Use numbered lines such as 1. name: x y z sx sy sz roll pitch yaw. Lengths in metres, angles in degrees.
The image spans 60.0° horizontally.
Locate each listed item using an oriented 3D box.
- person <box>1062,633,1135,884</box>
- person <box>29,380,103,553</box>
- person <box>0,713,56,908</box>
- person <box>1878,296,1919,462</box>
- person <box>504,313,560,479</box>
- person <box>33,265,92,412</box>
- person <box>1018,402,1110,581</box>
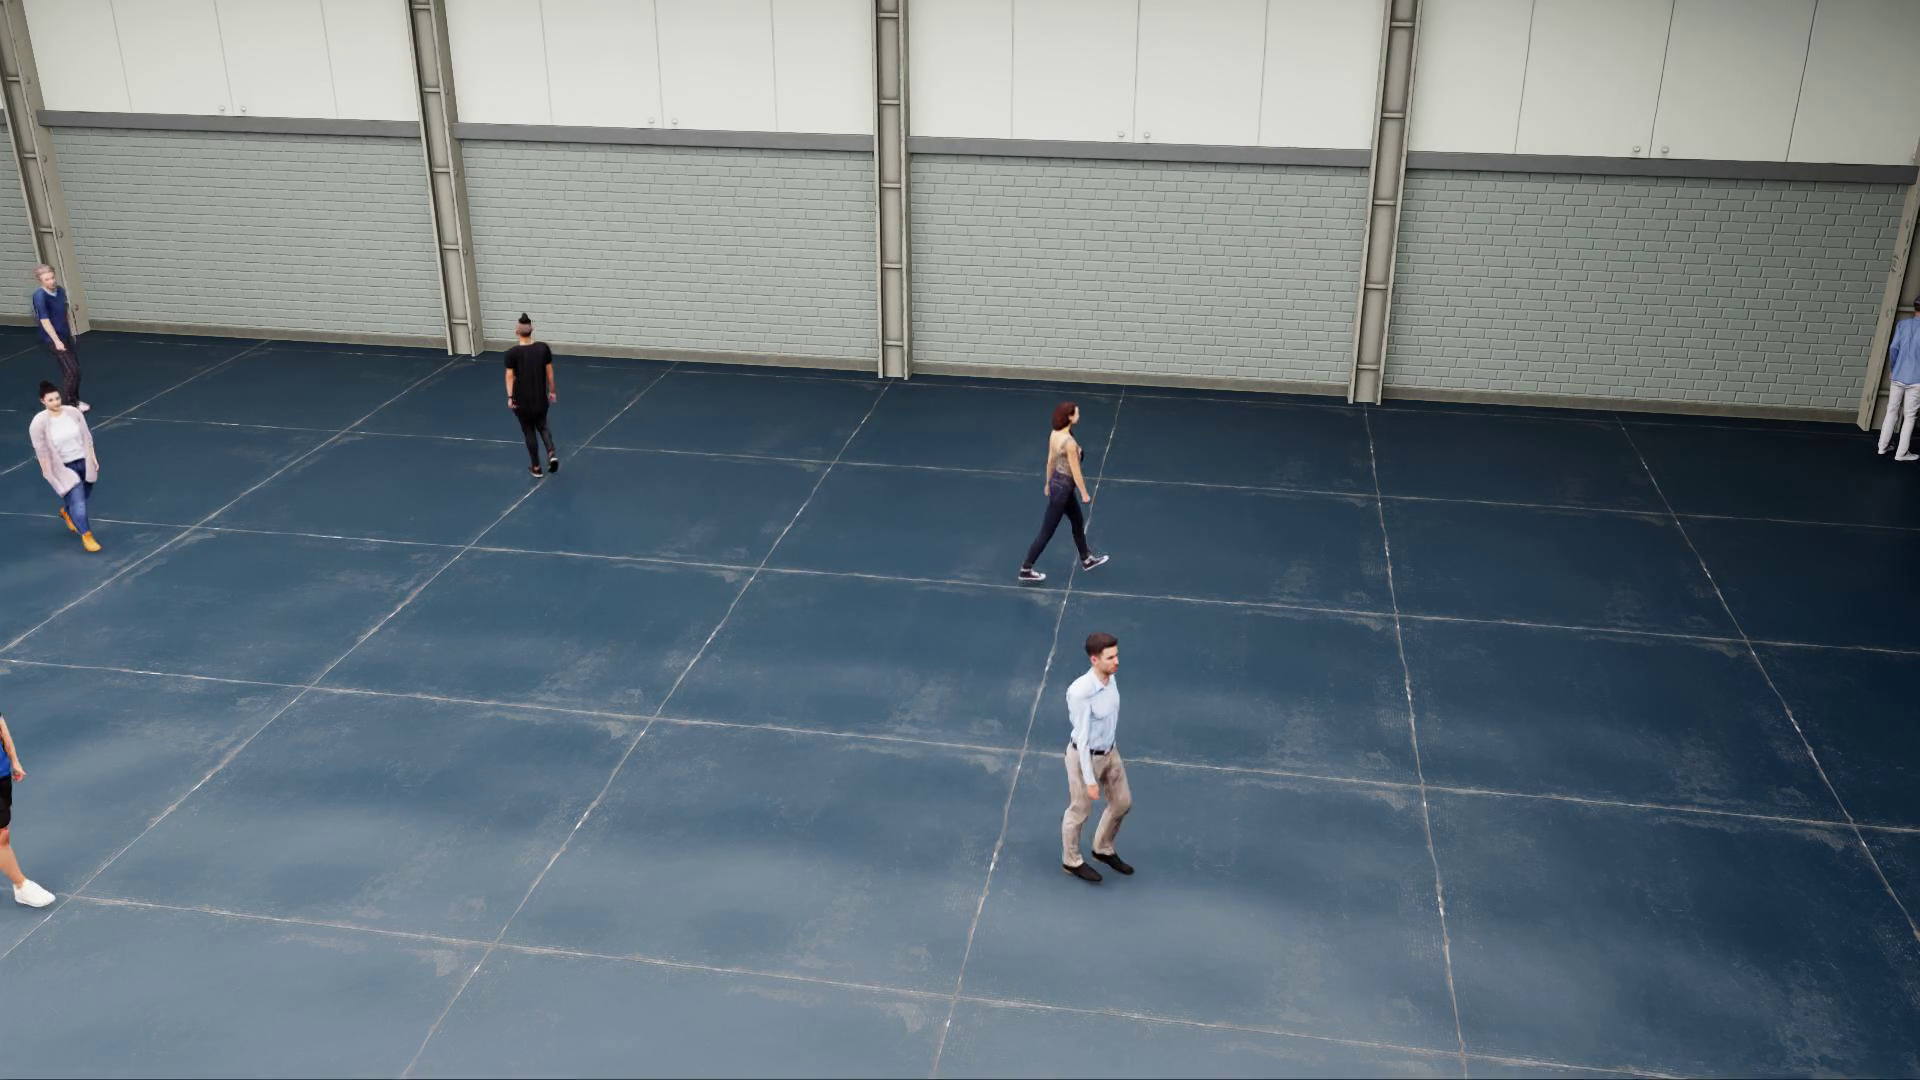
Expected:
1. person: 0.817 1.420 11.024 0.832 1.834 0.793 18 29 36
2. person: -8.771 -0.750 16.283 1.182 1.712 0.953 14 27 30
3. person: -6.426 1.512 10.801 1.241 1.841 0.819 9 25 19
4. person: 10.625 -1.830 18.598 0.763 1.888 0.743 -10 25 -22
5. person: -4.590 -1.538 17.953 0.920 1.856 0.984 -17 28 -34
6. person: -10.880 -2.387 19.963 0.662 1.846 0.665 0 23 1
7. person: 0.860 -0.395 15.440 1.248 1.719 0.963 -6 24 -15
